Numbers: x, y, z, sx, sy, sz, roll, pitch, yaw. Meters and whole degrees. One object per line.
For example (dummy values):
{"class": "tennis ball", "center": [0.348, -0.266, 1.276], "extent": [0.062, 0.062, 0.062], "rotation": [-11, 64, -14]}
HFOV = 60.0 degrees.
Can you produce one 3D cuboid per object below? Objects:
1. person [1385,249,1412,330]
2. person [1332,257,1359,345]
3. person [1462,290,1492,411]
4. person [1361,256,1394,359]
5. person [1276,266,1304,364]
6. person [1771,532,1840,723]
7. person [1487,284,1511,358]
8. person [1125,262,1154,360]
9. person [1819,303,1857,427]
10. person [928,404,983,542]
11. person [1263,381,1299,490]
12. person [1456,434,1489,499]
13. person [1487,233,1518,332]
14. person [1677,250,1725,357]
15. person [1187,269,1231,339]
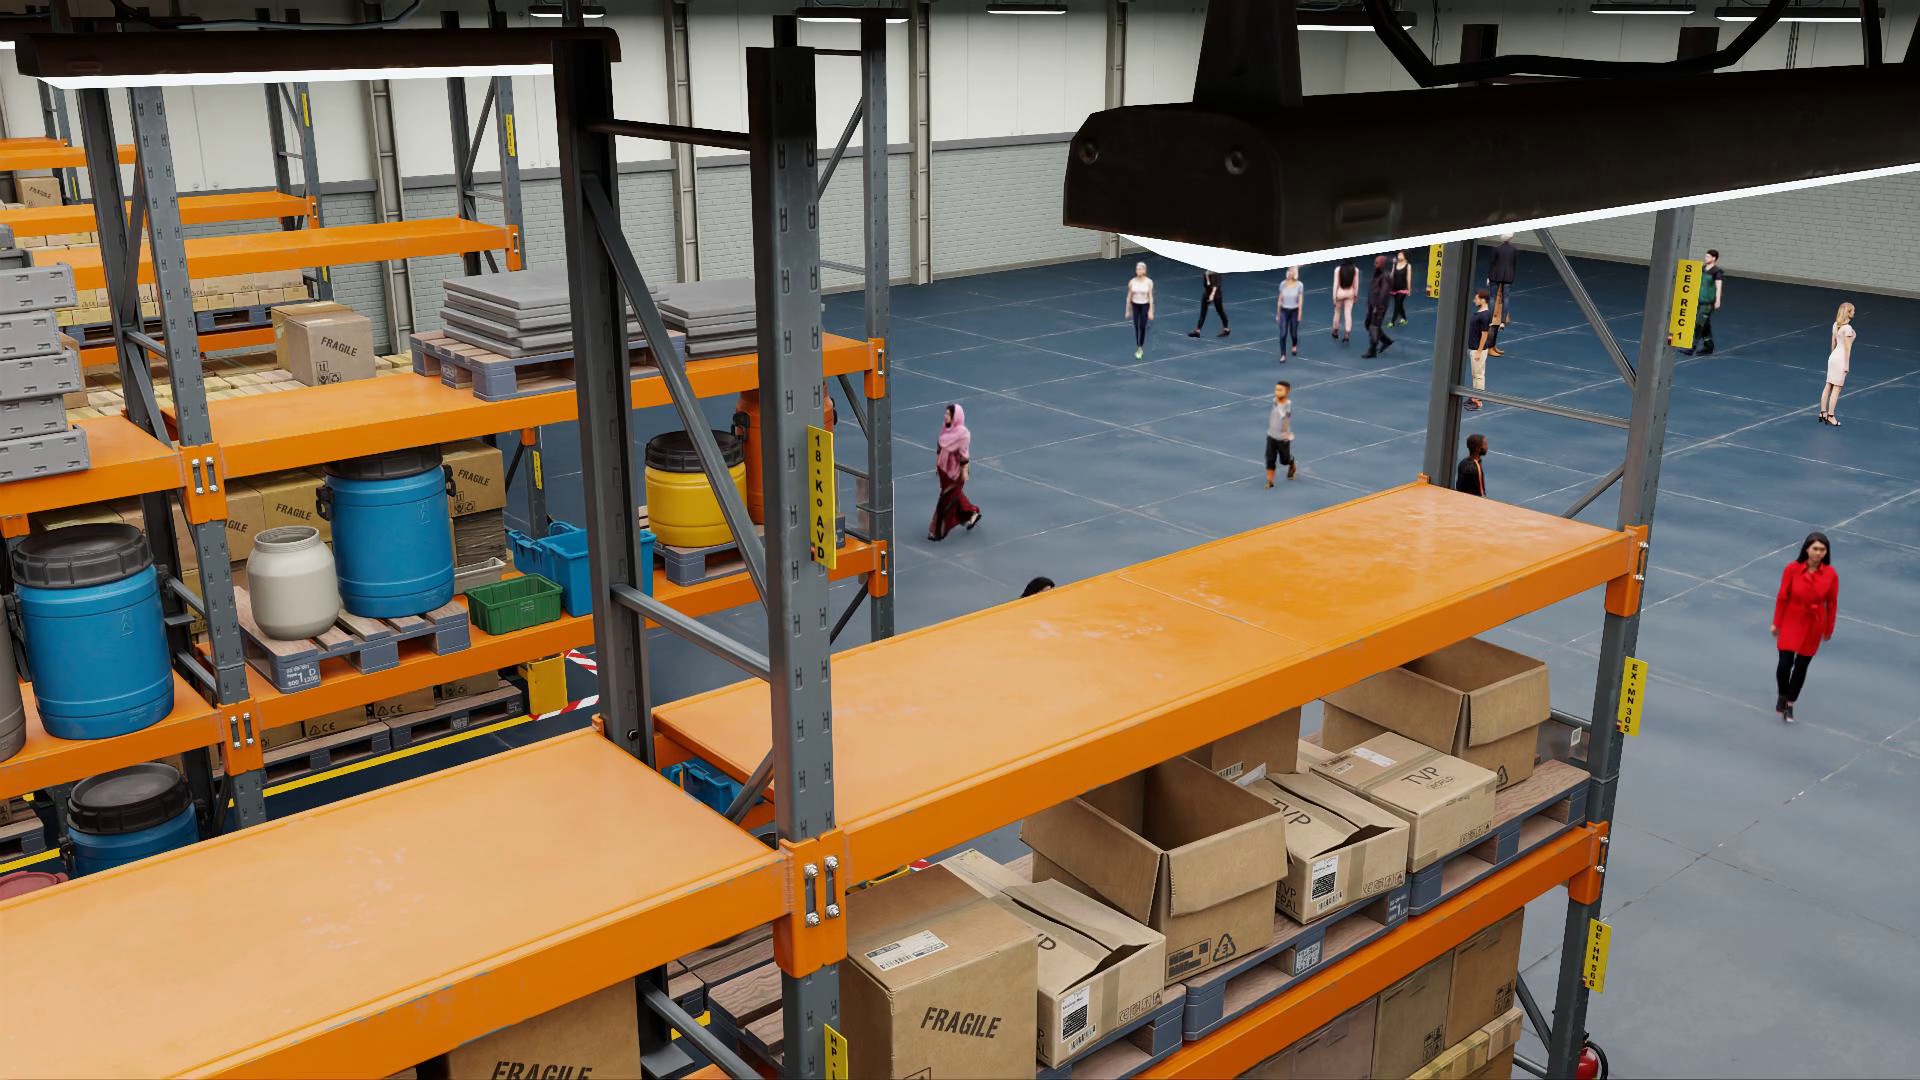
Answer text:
{"class": "person", "center": [8.535, -4.841, 32.098], "extent": [1.029, 1.513, 0.578], "rotation": [-16, 24, -40]}
{"class": "person", "center": [7.068, -4.396, 30.465], "extent": [1.181, 1.676, 1.173], "rotation": [0, 18, -1]}
{"class": "person", "center": [8.036, -2.948, 25.740], "extent": [0.763, 1.850, 0.696], "rotation": [2, 18, 6]}
{"class": "person", "center": [7.501, -4.134, 29.469], "extent": [1.073, 1.796, 0.943], "rotation": [-4, 18, -12]}
{"class": "person", "center": [5.773, -3.973, 29.113], "extent": [0.778, 1.710, 0.877], "rotation": [7, 19, 21]}
{"class": "person", "center": [7.353, 0.751, 14.558], "extent": [0.739, 1.741, 0.764], "rotation": [5, 19, 16]}
{"class": "person", "center": [9.611, -4.172, 29.697], "extent": [0.793, 1.726, 0.662], "rotation": [11, 21, 31]}
{"class": "person", "center": [3.223, -4.078, 29.480], "extent": [0.838, 1.682, 0.971], "rotation": [7, 19, 22]}
{"class": "person", "center": [13.091, -2.635, 24.810], "extent": [0.682, 1.831, 0.646], "rotation": [-1, 18, -2]}
{"class": "person", "center": [-0.035, -0.811, 19.572], "extent": [1.045, 1.605, 0.673], "rotation": [-13, 22, -34]}
{"class": "person", "center": [4.209, -1.427, 21.733], "extent": [0.656, 1.439, 0.967], "rotation": [16, 24, 40]}
{"class": "person", "center": [5.241, -0.223, 17.481], "extent": [0.985, 1.782, 0.914], "rotation": [1, 18, 3]}
{"class": "person", "center": [9.424, -4.560, 29.086], "extent": [0.820, 1.779, 0.784], "rotation": [2, 18, 7]}
{"class": "person", "center": [13.346, -4.216, 29.606], "extent": [1.157, 1.867, 0.982], "rotation": [-3, 18, -10]}
{"class": "person", "center": [4.810, -4.582, 31.051], "extent": [1.183, 1.668, 0.779], "rotation": [-9, 20, -25]}
